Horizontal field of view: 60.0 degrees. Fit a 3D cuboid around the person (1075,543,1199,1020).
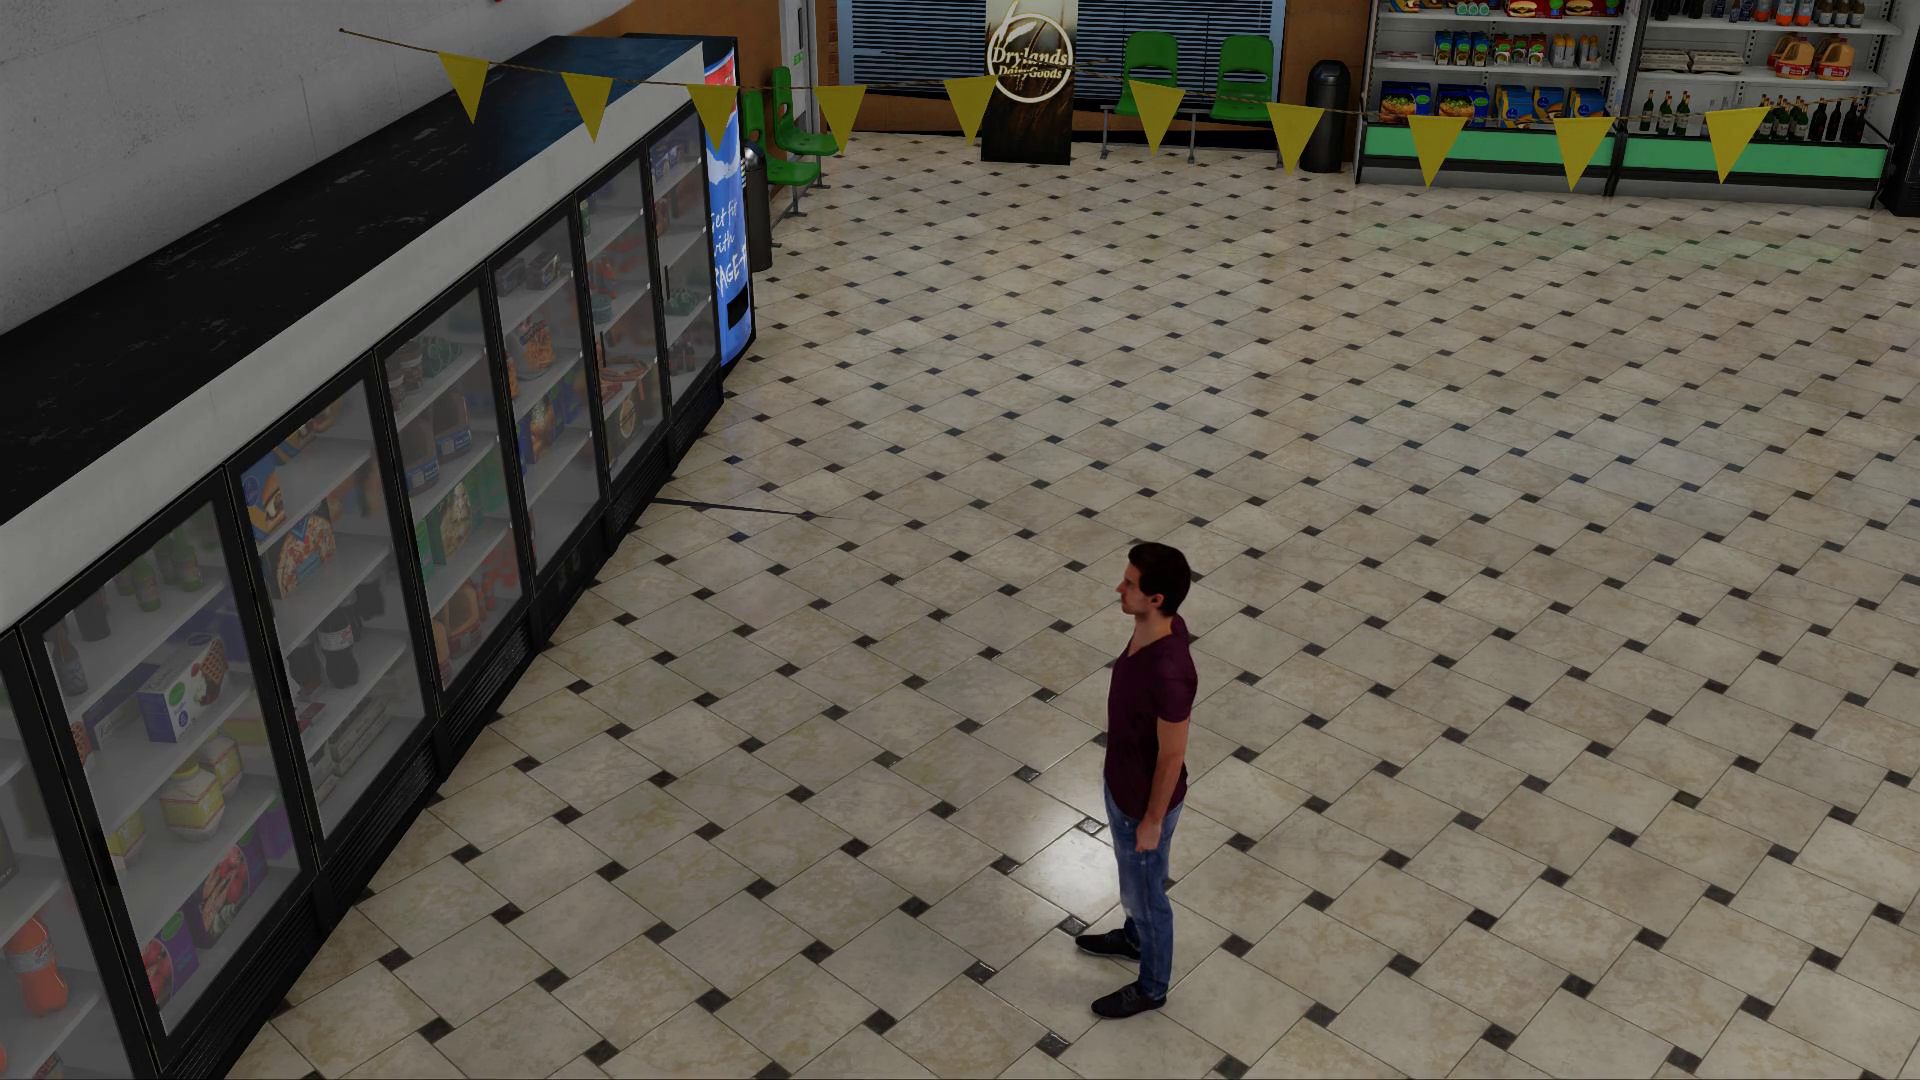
[{"bbox_3d":[0.637,0.825,5.722,0.634,1.855,0.706,-2,29,-3],"label":"person"}]
